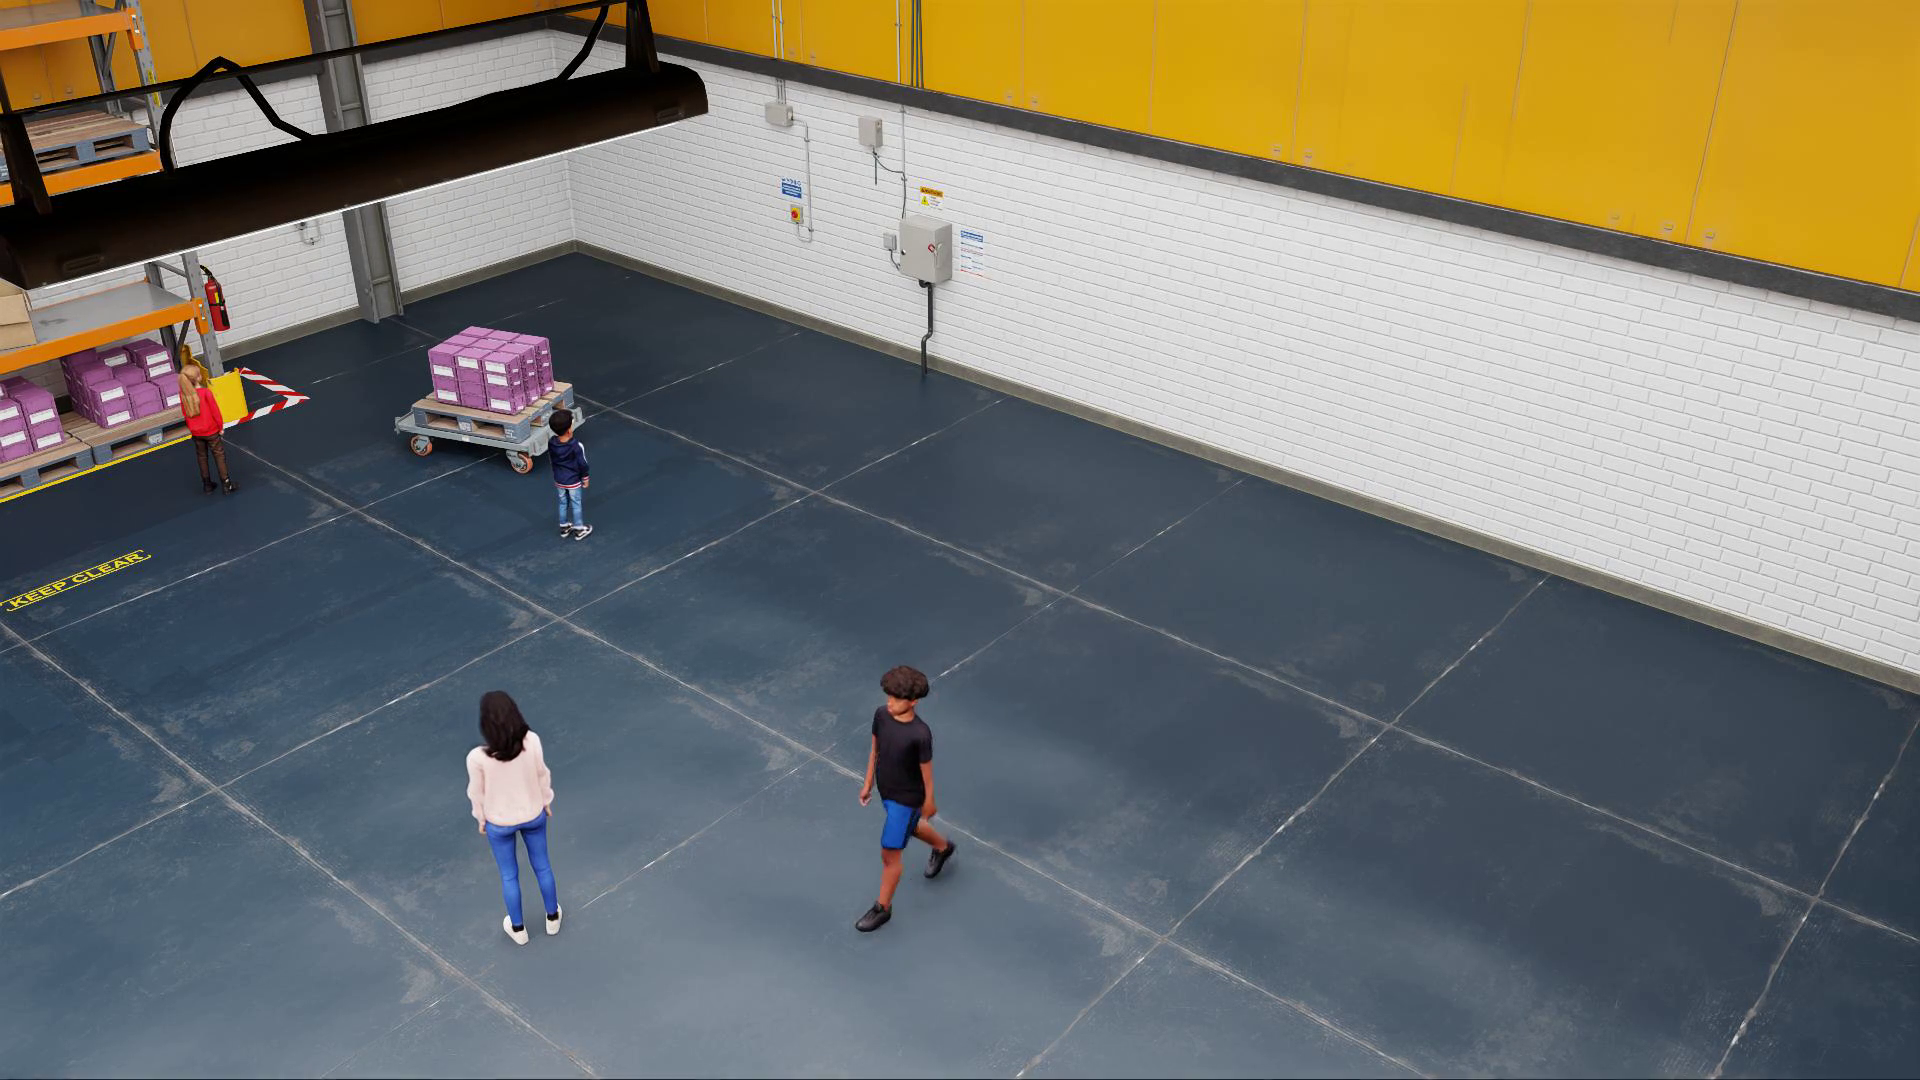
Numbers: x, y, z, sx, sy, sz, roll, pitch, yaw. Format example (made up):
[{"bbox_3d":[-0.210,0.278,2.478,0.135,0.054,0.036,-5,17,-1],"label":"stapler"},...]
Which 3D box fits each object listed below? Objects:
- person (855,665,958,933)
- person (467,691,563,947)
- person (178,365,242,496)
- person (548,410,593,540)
[{"bbox_3d":[-0.303,1.511,10.269,1.198,1.763,0.715,-23,36,-35],"label":"person"},{"bbox_3d":[-2.665,1.671,9.972,0.640,1.766,0.779,-12,31,-21],"label":"person"},{"bbox_3d":[-7.005,-1.028,15.425,0.586,1.281,0.633,2,29,3],"label":"person"},{"bbox_3d":[-3.465,-0.583,14.671,0.583,1.222,0.587,9,30,17],"label":"person"}]
